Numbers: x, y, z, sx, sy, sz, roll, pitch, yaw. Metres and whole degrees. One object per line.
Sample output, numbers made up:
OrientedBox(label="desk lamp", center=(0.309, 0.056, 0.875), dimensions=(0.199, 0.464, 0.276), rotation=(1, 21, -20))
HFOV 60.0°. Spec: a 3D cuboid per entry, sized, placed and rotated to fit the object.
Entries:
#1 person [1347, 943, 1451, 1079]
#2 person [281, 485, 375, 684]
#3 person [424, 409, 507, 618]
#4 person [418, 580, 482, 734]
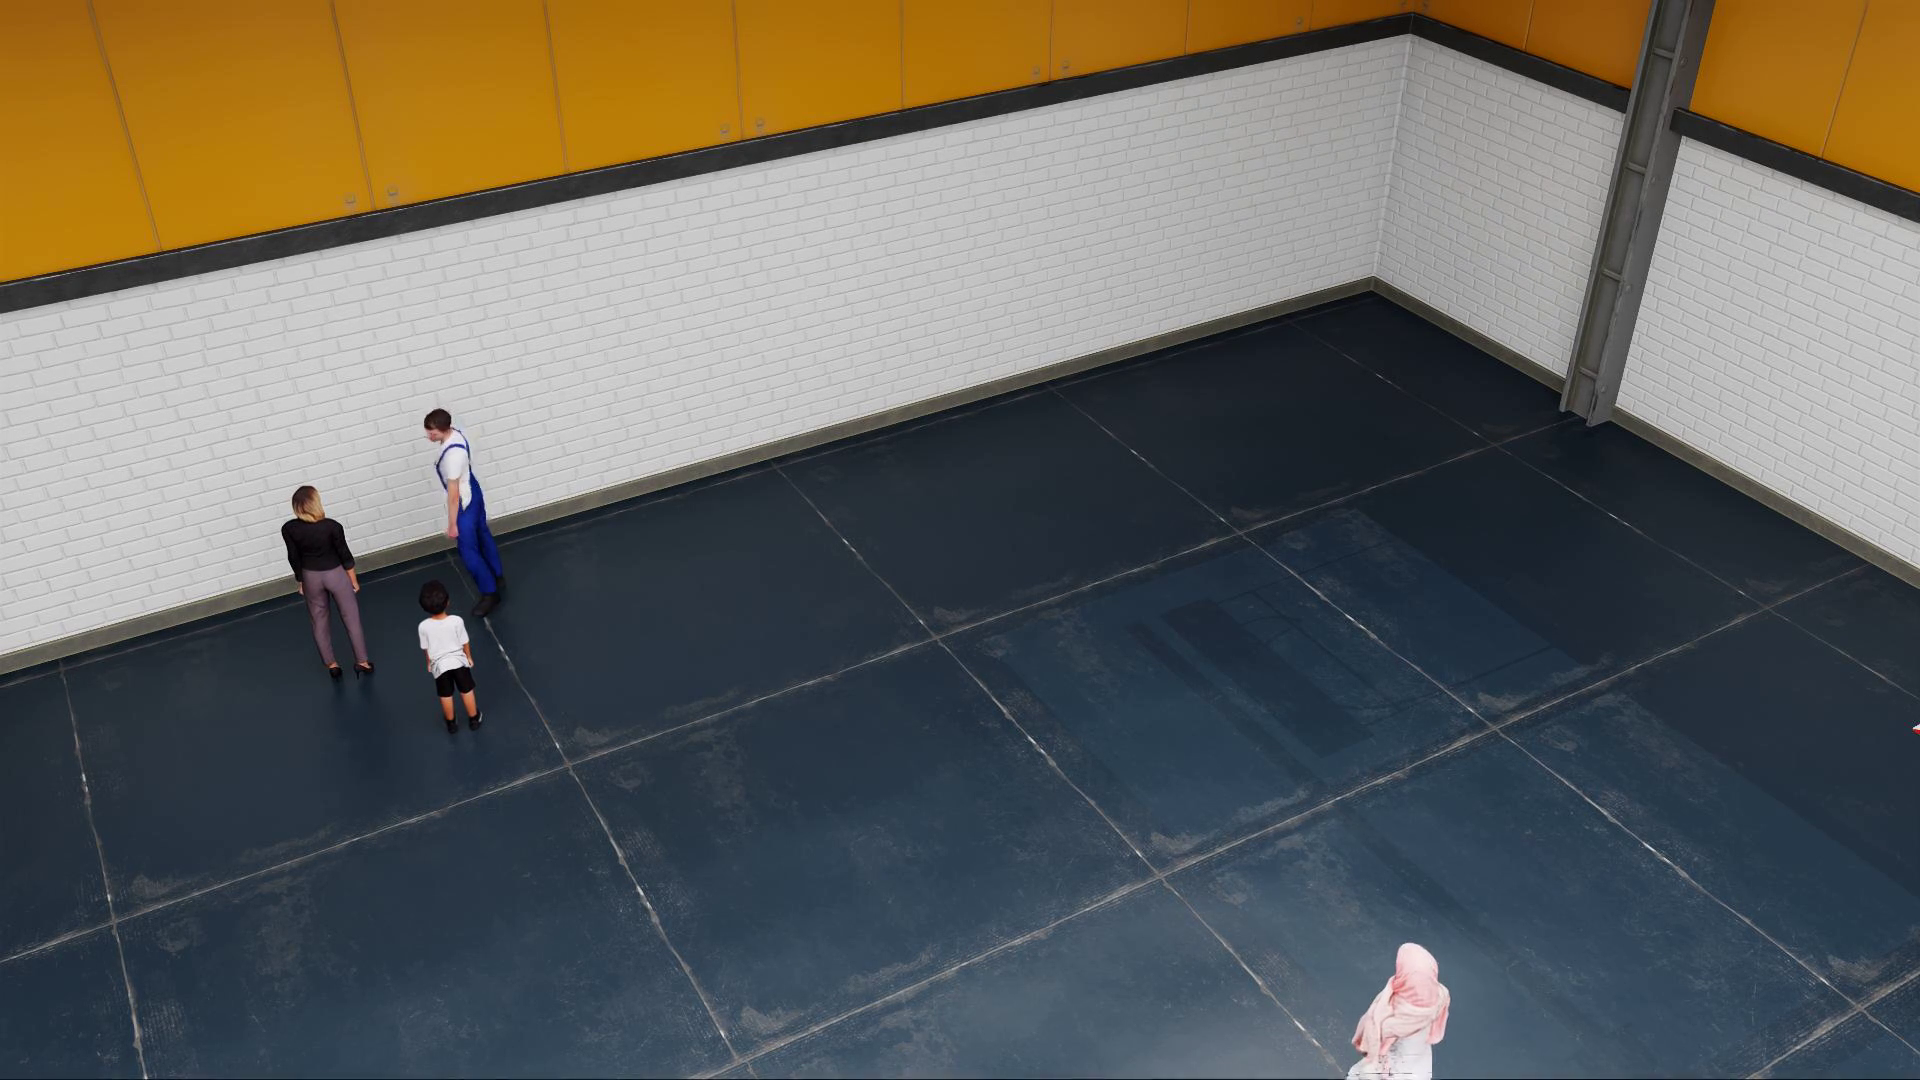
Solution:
OrientedBox(label="person", center=(2.254, 2.793, 8.424), dimensions=(0.787, 1.772, 1.046), rotation=(-9, 35, -13))
OrientedBox(label="person", center=(-4.655, 0.331, 12.219), dimensions=(0.678, 1.671, 0.674), rotation=(-3, 34, -5))
OrientedBox(label="person", center=(-3.845, -0.267, 12.985), dimensions=(0.942, 1.820, 0.679), rotation=(2, 34, 3))
OrientedBox(label="person", center=(-3.640, 0.840, 11.826), dimensions=(0.526, 1.258, 0.543), rotation=(-9, 35, -13))
